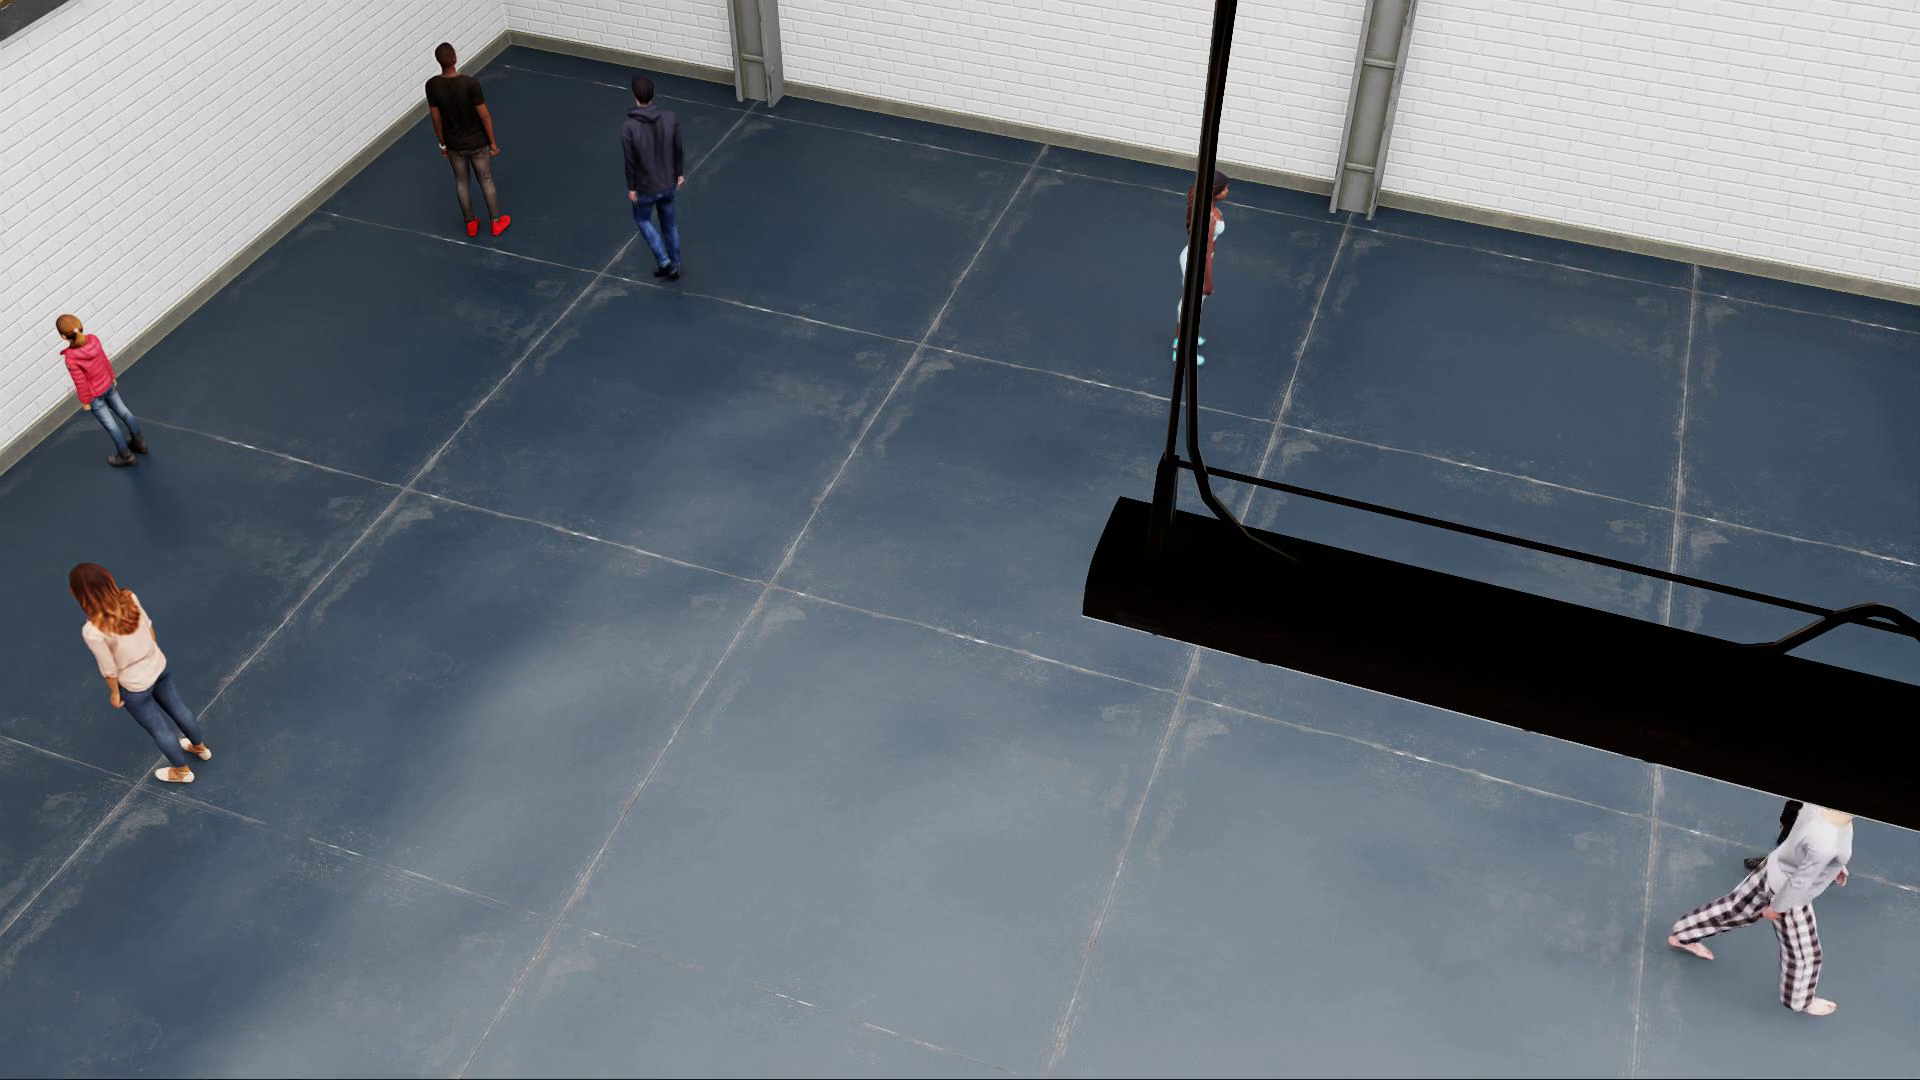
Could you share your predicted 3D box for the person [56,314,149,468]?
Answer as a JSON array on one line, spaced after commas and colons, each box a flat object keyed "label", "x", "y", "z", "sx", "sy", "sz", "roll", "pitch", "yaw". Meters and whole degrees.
[{"label": "person", "x": -6.370, "y": -1.116, "z": 12.319, "sx": 0.494, "sy": 1.317, "sz": 0.530, "roll": 10, "pitch": 45, "yaw": 11}]

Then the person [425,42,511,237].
[{"label": "person", "x": -4.294, "y": -3.464, "z": 14.430, "sx": 0.607, "sy": 1.805, "sz": 0.773, "roll": -2, "pitch": 44, "yaw": -2}]

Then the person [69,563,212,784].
[{"label": "person", "x": -4.907, "y": 0.801, "z": 9.962, "sx": 0.519, "sy": 1.792, "sz": 0.588, "roll": 13, "pitch": 45, "yaw": 13}]

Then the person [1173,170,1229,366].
[{"label": "person", "x": 1.865, "y": -2.157, "z": 13.117, "sx": 0.656, "sy": 1.725, "sz": 0.643, "roll": -3, "pitch": 44, "yaw": -4}]

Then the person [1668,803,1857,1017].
[{"label": "person", "x": 4.350, "y": 1.808, "z": 8.904, "sx": 1.098, "sy": 1.794, "sz": 0.604, "roll": 15, "pitch": 46, "yaw": 16}]

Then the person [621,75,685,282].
[{"label": "person", "x": -2.499, "y": -2.922, "z": 13.810, "sx": 0.838, "sy": 1.875, "sz": 0.883, "roll": -24, "pitch": 49, "yaw": -23}]
